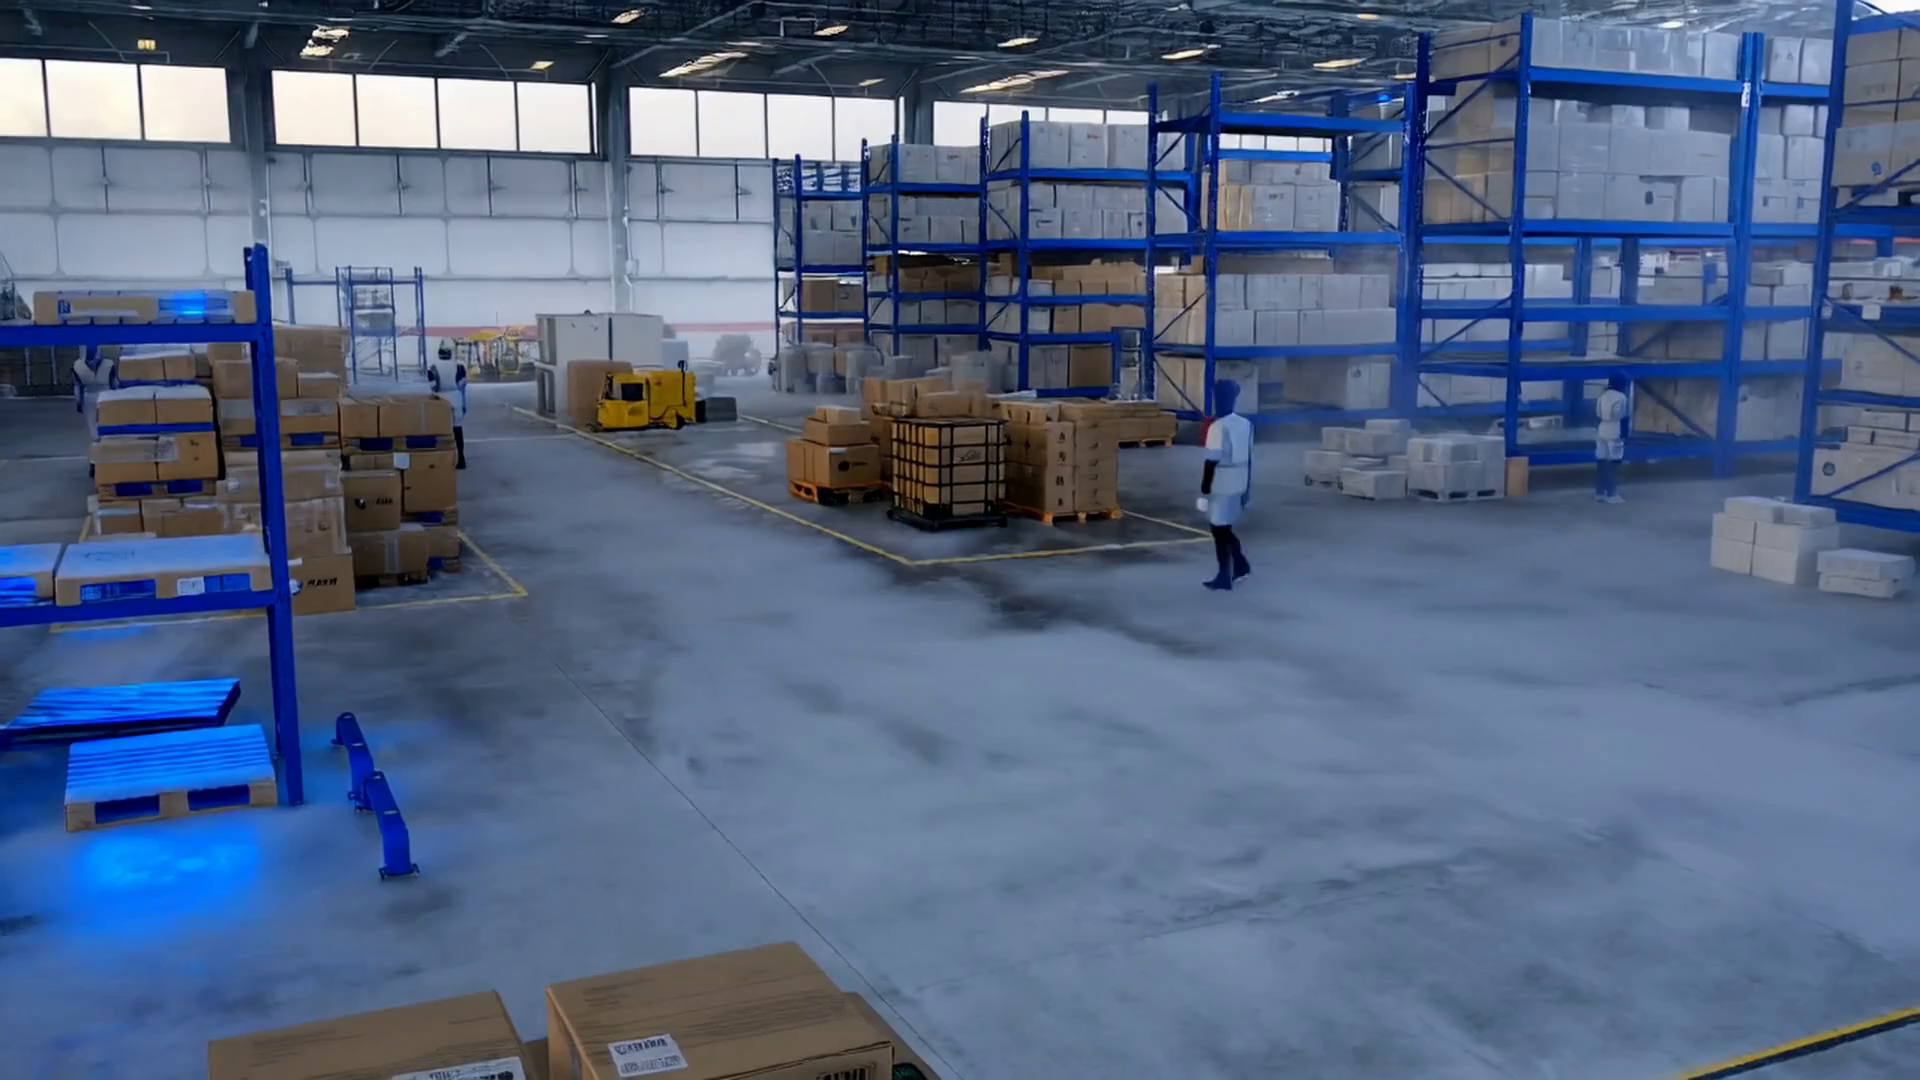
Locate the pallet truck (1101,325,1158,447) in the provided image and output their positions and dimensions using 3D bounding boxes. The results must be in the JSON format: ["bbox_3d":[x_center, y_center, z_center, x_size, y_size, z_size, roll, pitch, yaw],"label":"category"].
[{"bbox_3d":[2.881,-2.596,27.923,0.823,1.965,1.885,-1,9,-7],"label":"pallet truck"}]

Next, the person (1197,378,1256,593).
[{"bbox_3d":[2.375,-0.480,14.952,0.410,1.952,0.606,8,12,40],"label":"person"}]

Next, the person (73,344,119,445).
[{"bbox_3d":[-13.206,-2.144,25.481,0.602,1.889,0.889,-4,10,-23],"label":"person"}]

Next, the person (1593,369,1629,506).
[{"bbox_3d":[8.108,-1.280,20.679,0.322,1.699,0.536,-2,9,-15],"label":"person"}]

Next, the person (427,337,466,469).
[{"bbox_3d":[-7.510,-1.992,24.361,0.542,1.939,0.366,-4,10,-21],"label":"person"}]

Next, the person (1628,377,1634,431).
[{"bbox_3d":[11.881,-2.787,29.392,0.407,1.910,0.639,1,9,4],"label":"person"}]
